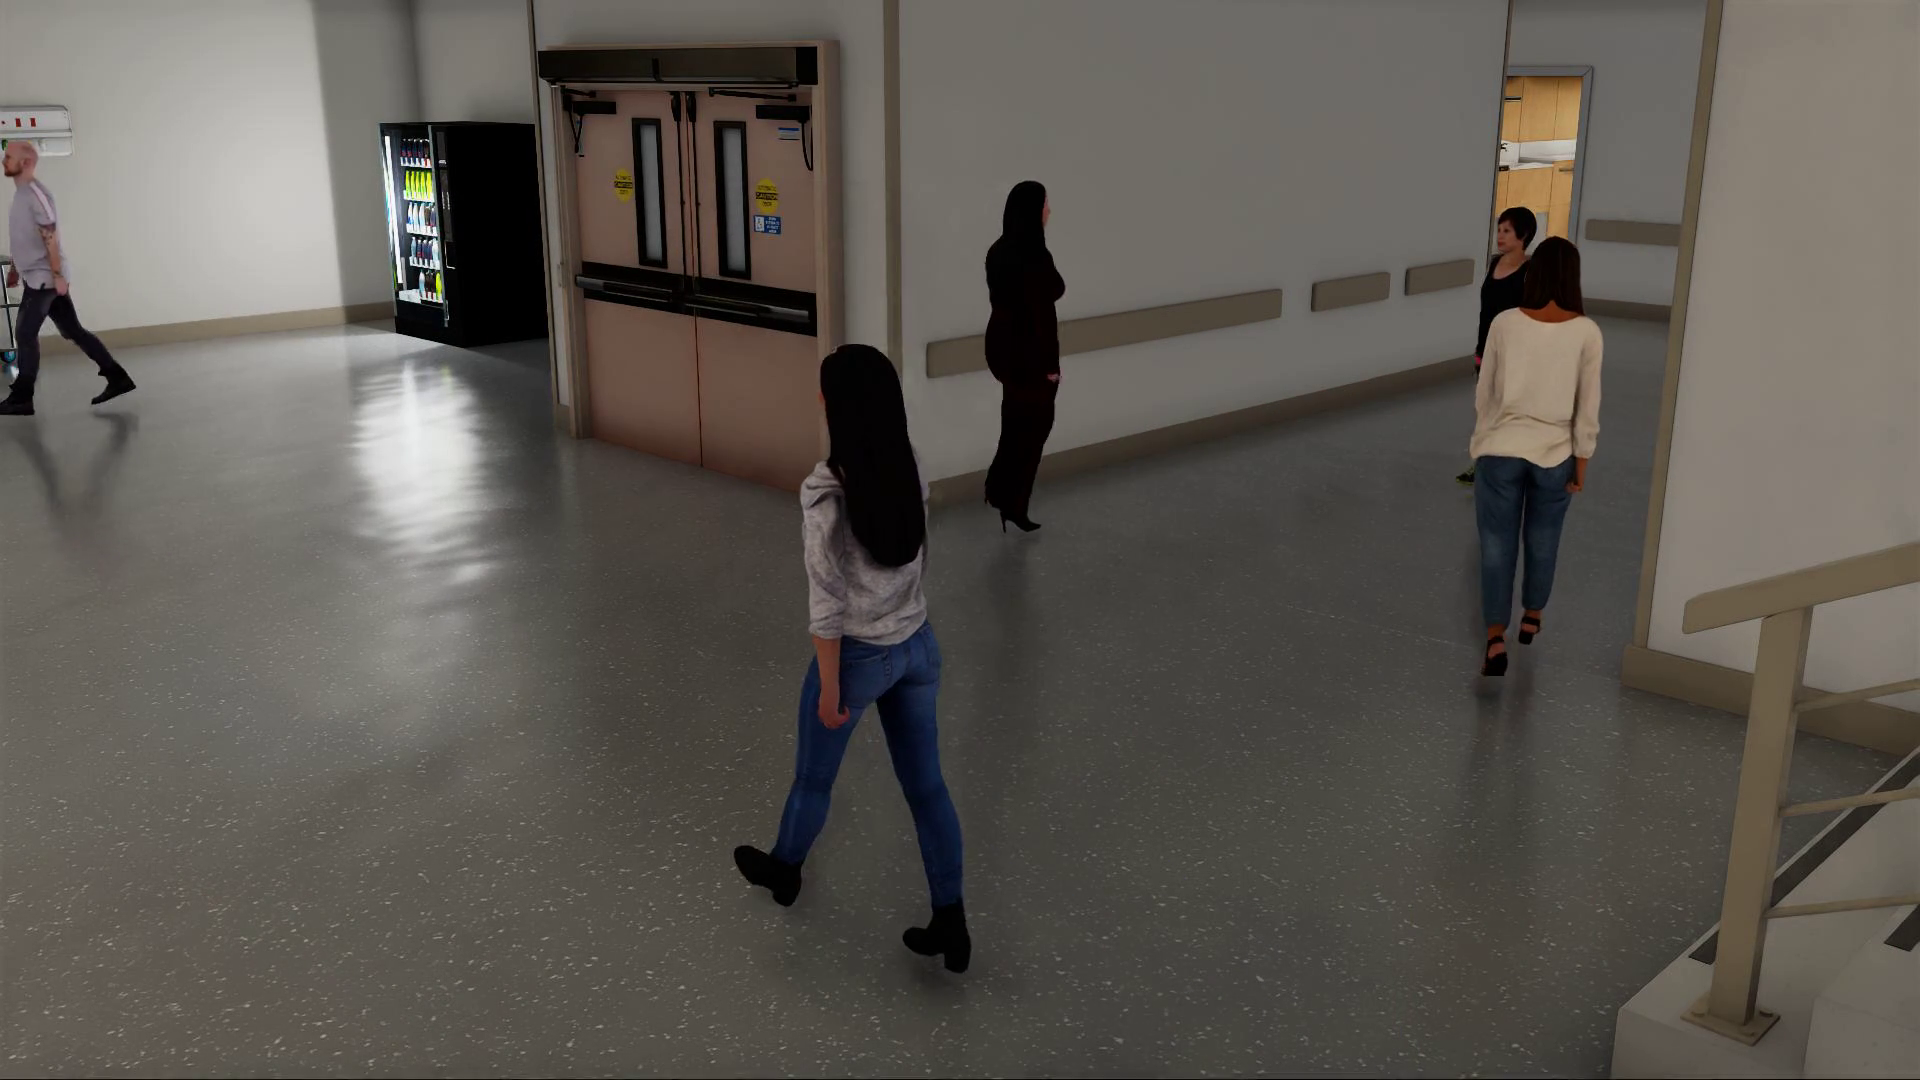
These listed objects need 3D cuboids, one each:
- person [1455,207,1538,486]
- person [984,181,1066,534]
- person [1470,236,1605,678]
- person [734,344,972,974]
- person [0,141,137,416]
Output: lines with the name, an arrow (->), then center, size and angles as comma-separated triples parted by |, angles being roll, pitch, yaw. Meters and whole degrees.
person -> 3.111, -1.076, 9.326 | 0.820, 1.533, 0.938 | -7, 17, -23
person -> 0.229, -0.881, 8.240 | 0.848, 1.747, 0.745 | -7, 17, -23
person -> 2.126, -0.276, 6.282 | 1.076, 1.644, 0.964 | 5, 17, 19
person -> -0.147, 0.346, 4.180 | 1.001, 1.588, 0.638 | 14, 21, 40
person -> -6.082, -1.757, 11.253 | 0.889, 1.798, 1.188 | -10, 19, -33
